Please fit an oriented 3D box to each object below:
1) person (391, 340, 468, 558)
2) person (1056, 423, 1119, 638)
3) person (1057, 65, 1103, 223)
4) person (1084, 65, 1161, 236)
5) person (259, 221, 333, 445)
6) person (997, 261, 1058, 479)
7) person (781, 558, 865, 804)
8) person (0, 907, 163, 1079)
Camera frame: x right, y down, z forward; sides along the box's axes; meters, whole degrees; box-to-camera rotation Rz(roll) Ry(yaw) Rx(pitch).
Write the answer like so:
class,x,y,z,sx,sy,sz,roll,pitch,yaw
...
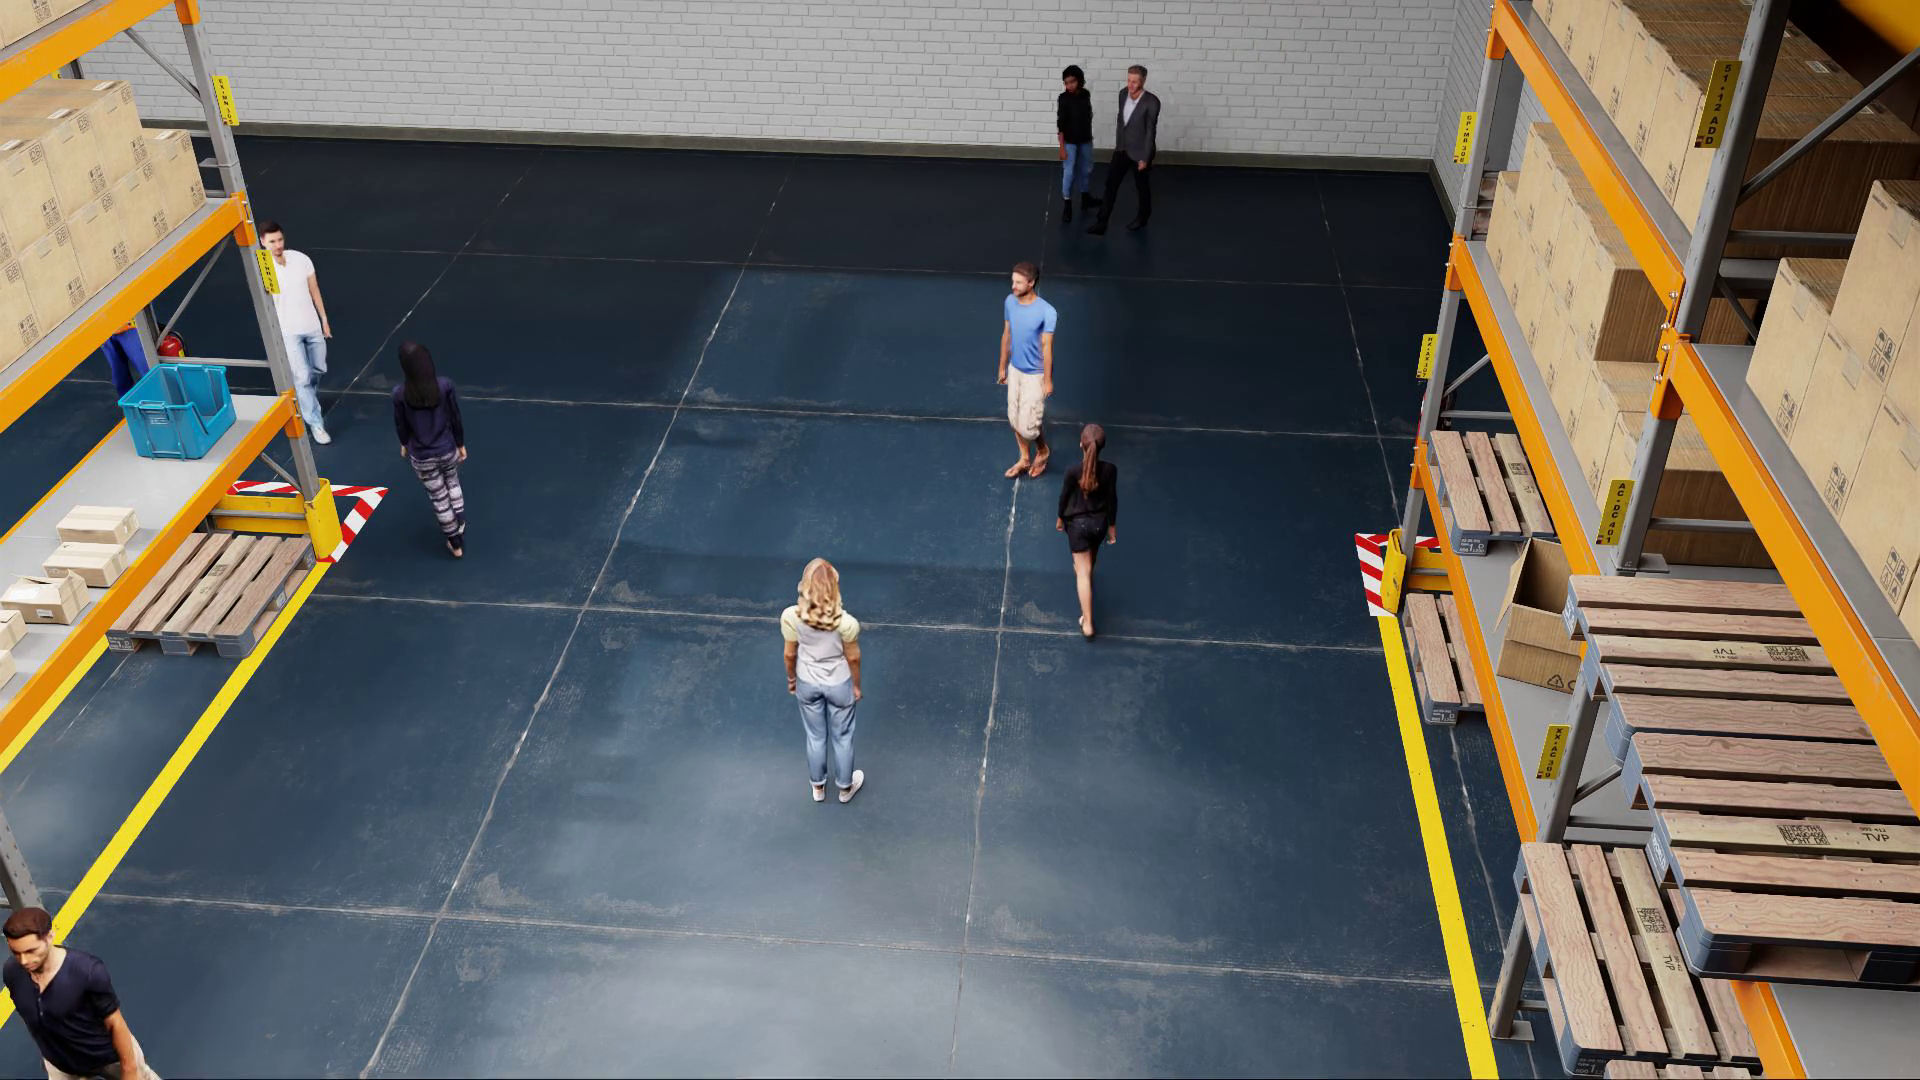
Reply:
class,x,y,z,sx,sy,sz,roll,pitch,yaw
person,-3.810,-0.621,12.091,0.785,1.714,0.852,-18,38,-25
person,0.883,-0.055,11.418,0.689,1.516,1.078,-3,34,-5
person,1.230,-4.170,17.469,0.887,1.671,0.876,-27,42,-34
person,1.849,-4.024,17.133,1.128,1.800,1.247,28,43,36
person,-5.491,-1.780,13.722,1.099,1.839,1.147,-26,42,-33
person,0.594,-1.346,13.058,0.808,1.850,0.860,28,43,35
person,-0.797,0.854,9.861,0.626,1.726,0.544,4,34,6
person,-3.954,2.281,7.633,0.776,1.816,1.130,-1,34,-2
